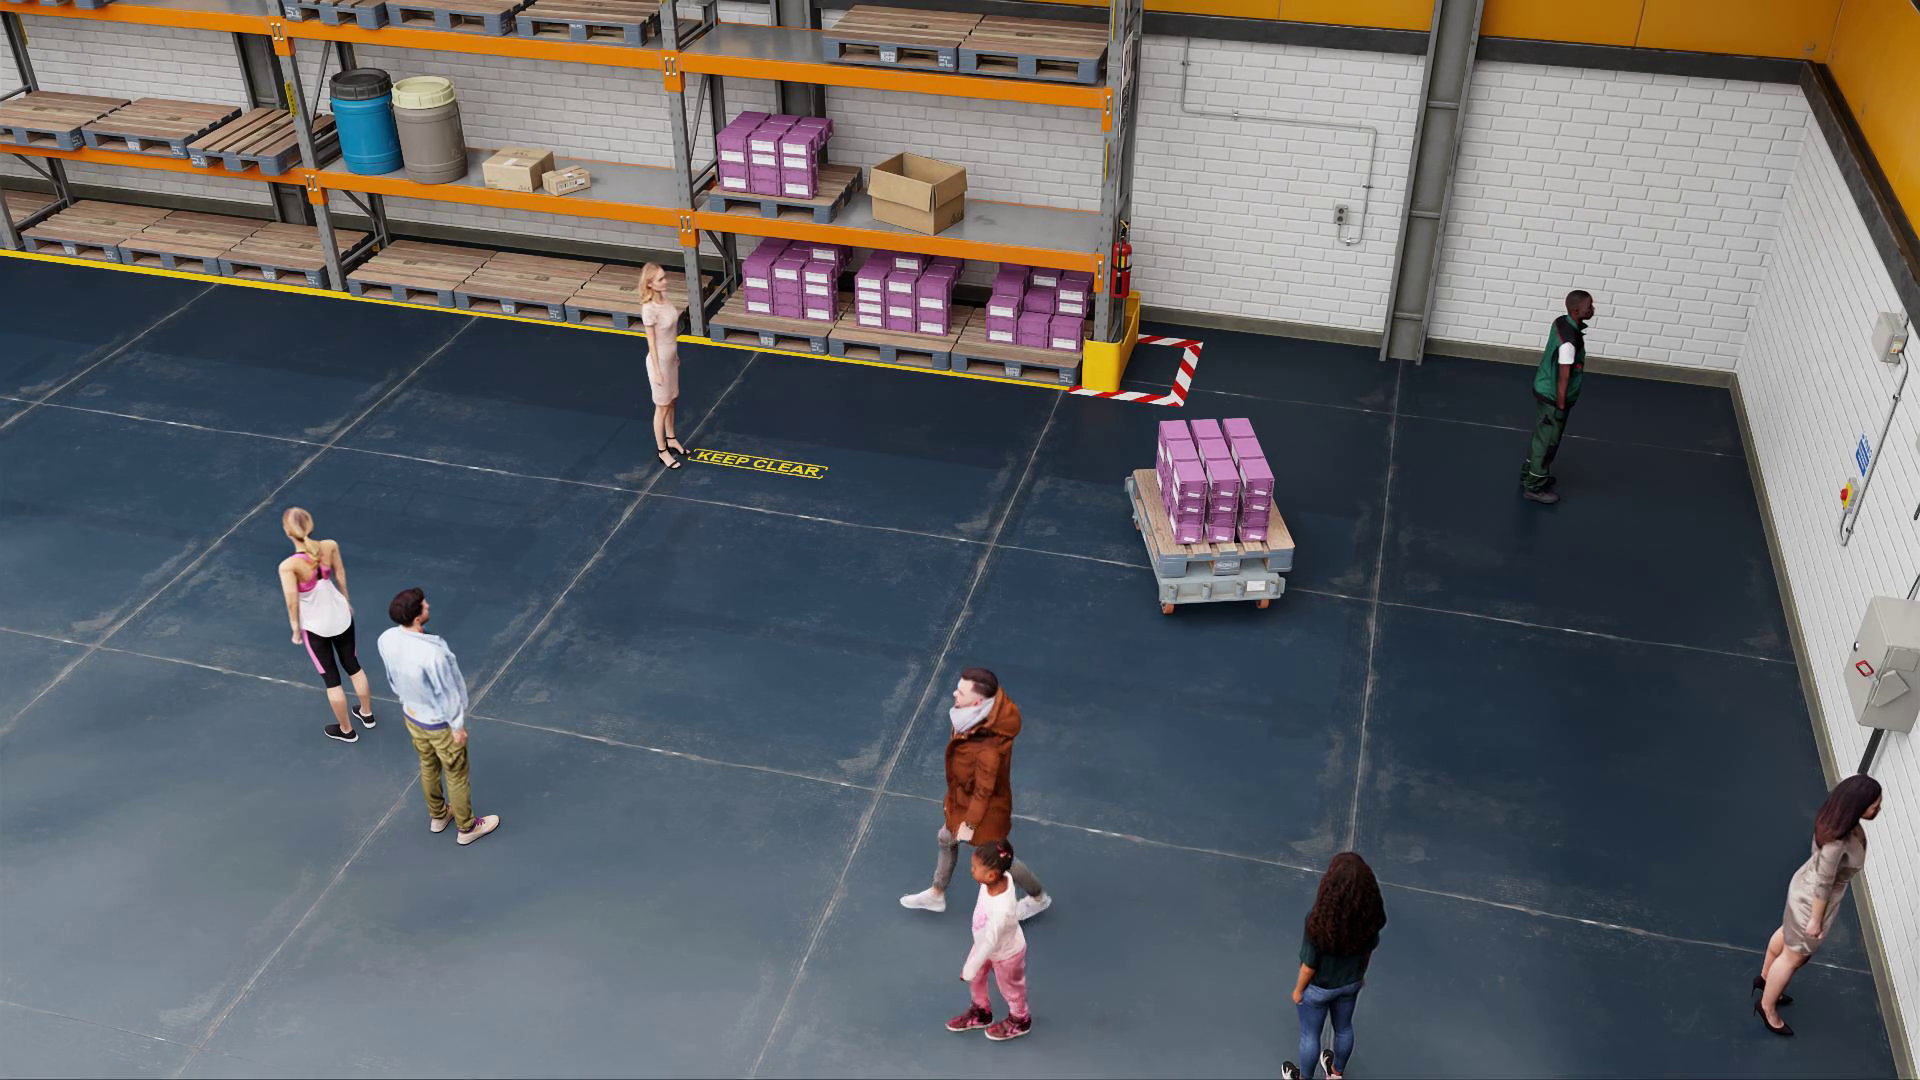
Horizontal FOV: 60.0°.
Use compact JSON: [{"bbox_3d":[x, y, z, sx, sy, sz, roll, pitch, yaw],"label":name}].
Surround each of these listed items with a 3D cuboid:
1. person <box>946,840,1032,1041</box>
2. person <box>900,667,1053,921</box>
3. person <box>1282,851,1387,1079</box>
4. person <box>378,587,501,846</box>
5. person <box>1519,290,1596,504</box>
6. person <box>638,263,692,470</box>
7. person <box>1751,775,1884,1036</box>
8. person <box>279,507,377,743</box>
[{"bbox_3d":[0.280,2.131,8.818,0.785,1.434,0.690,-7,34,-10],"label":"person"},{"bbox_3d":[0.207,1.499,9.437,1.241,1.800,1.011,-5,34,-7],"label":"person"},{"bbox_3d":[1.897,2.234,8.499,0.685,1.616,0.770,-9,35,-14],"label":"person"},{"bbox_3d":[-3.197,1.069,10.075,0.621,1.811,0.798,20,38,27],"label":"person"},{"bbox_3d":[4.816,-1.177,13.428,0.602,1.839,0.694,6,34,9],"label":"person"},{"bbox_3d":[-2.488,-1.467,13.872,0.483,1.831,0.560,8,34,12],"label":"person"},{"bbox_3d":[4.549,1.916,8.860,0.555,1.745,0.633,14,36,20],"label":"person"},{"bbox_3d":[-4.141,0.552,10.874,0.631,1.788,0.665,20,39,28],"label":"person"}]
